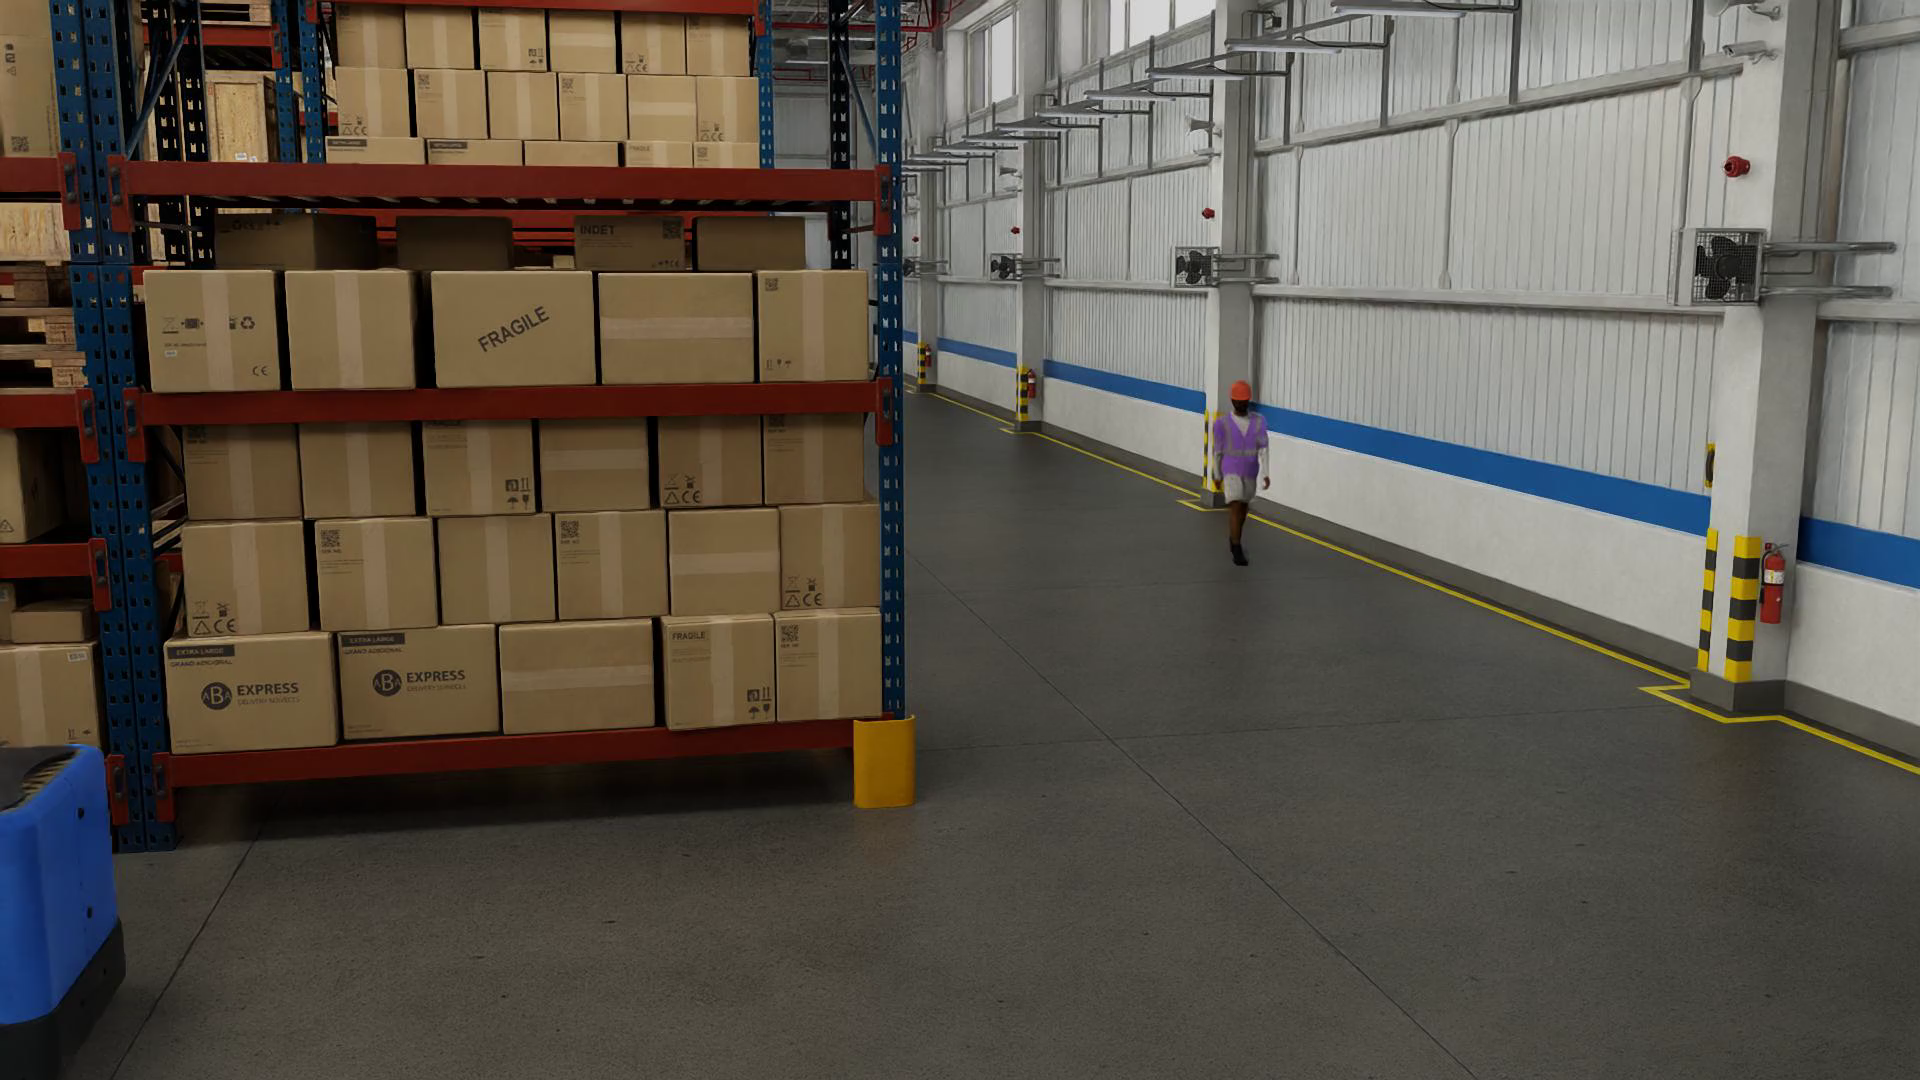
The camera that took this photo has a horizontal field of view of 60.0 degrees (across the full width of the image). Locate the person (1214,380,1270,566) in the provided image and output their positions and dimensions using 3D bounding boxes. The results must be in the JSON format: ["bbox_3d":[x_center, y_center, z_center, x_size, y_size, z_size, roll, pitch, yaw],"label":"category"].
[{"bbox_3d":[2.890,-0.728,17.266,0.546,1.896,0.991,-1,9,-5],"label":"person"}]

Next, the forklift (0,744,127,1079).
[{"bbox_3d":[-4.313,0.601,6.134,1.873,2.768,1.129,-2,10,-12],"label":"forklift"}]
